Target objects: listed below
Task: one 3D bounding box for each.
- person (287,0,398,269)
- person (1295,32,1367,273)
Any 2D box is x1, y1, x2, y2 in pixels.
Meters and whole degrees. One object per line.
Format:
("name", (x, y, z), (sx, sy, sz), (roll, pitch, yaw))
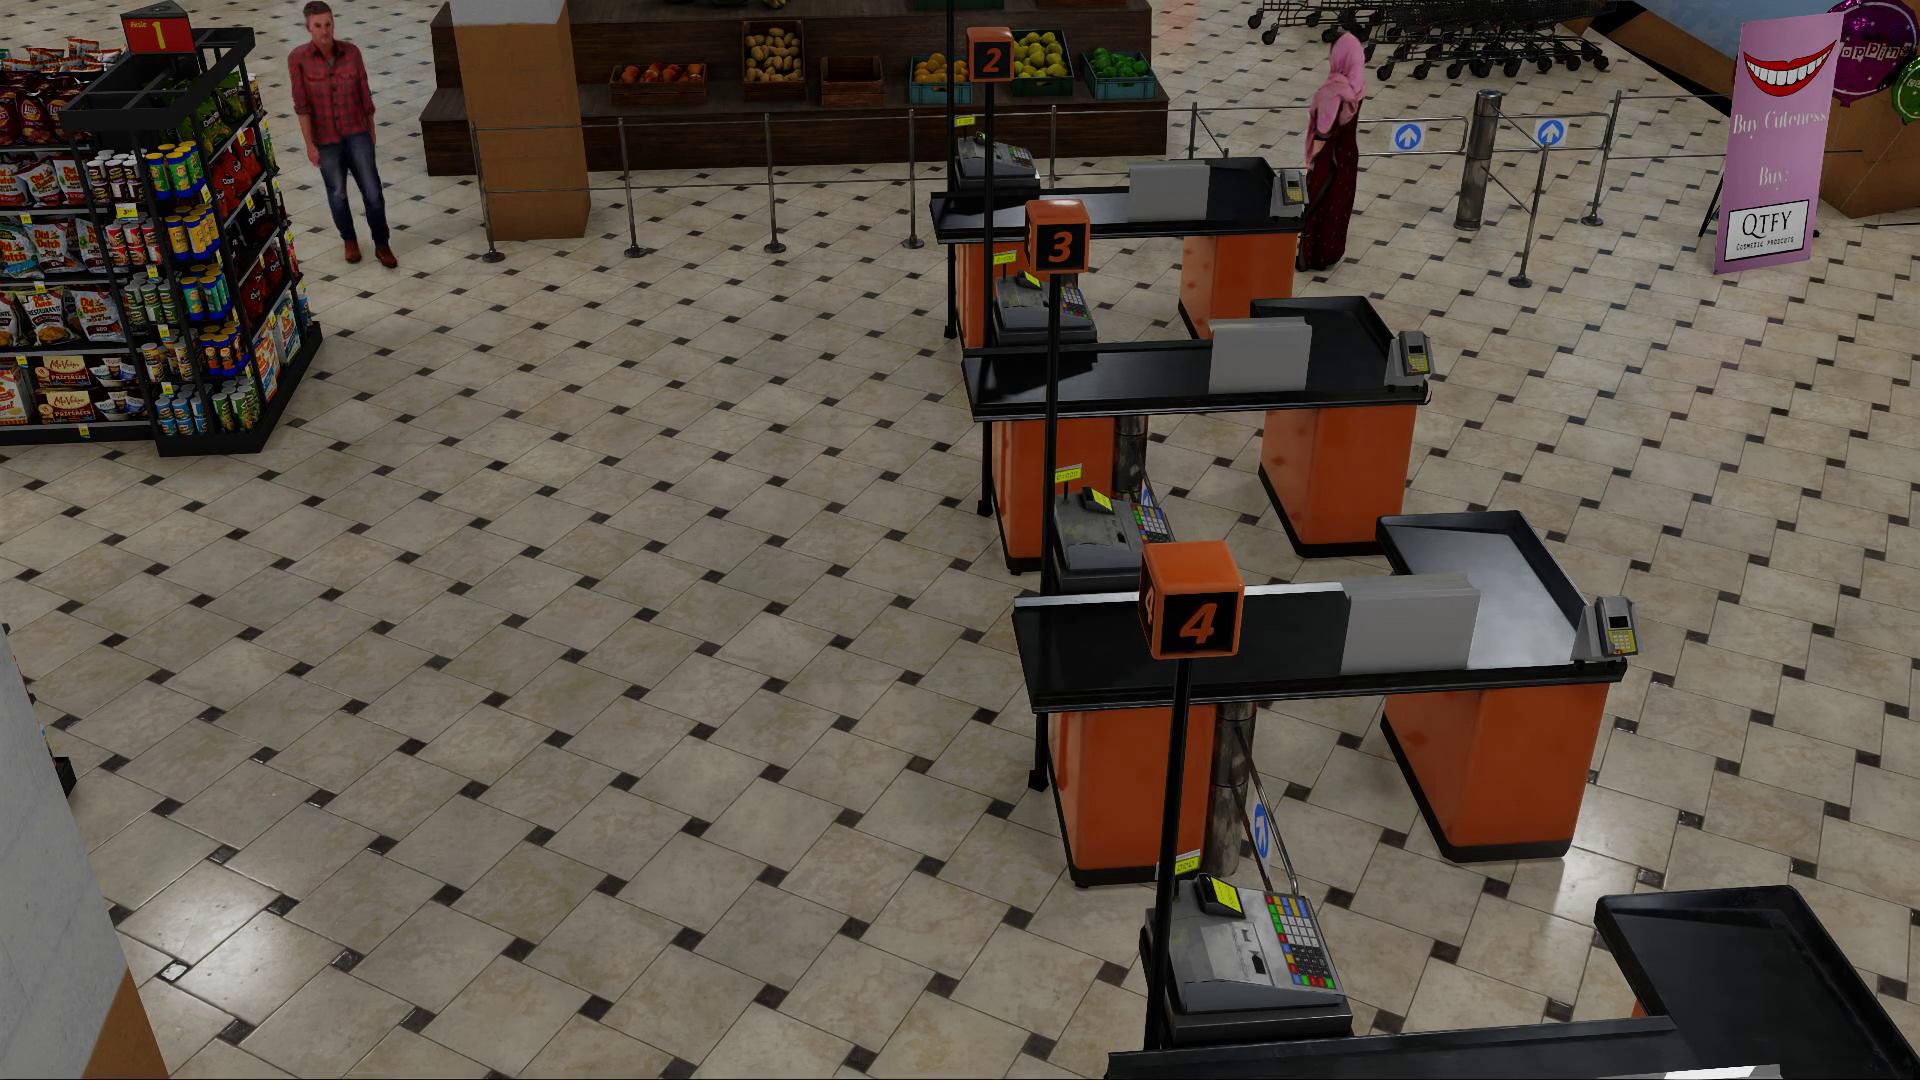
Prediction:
("person", (-4.294, -2.800, 11.448), (0.889, 1.809, 0.907), (-13, 34, -21))
("person", (2.556, -2.650, 11.372), (0.824, 1.635, 0.754), (26, 40, 36))
